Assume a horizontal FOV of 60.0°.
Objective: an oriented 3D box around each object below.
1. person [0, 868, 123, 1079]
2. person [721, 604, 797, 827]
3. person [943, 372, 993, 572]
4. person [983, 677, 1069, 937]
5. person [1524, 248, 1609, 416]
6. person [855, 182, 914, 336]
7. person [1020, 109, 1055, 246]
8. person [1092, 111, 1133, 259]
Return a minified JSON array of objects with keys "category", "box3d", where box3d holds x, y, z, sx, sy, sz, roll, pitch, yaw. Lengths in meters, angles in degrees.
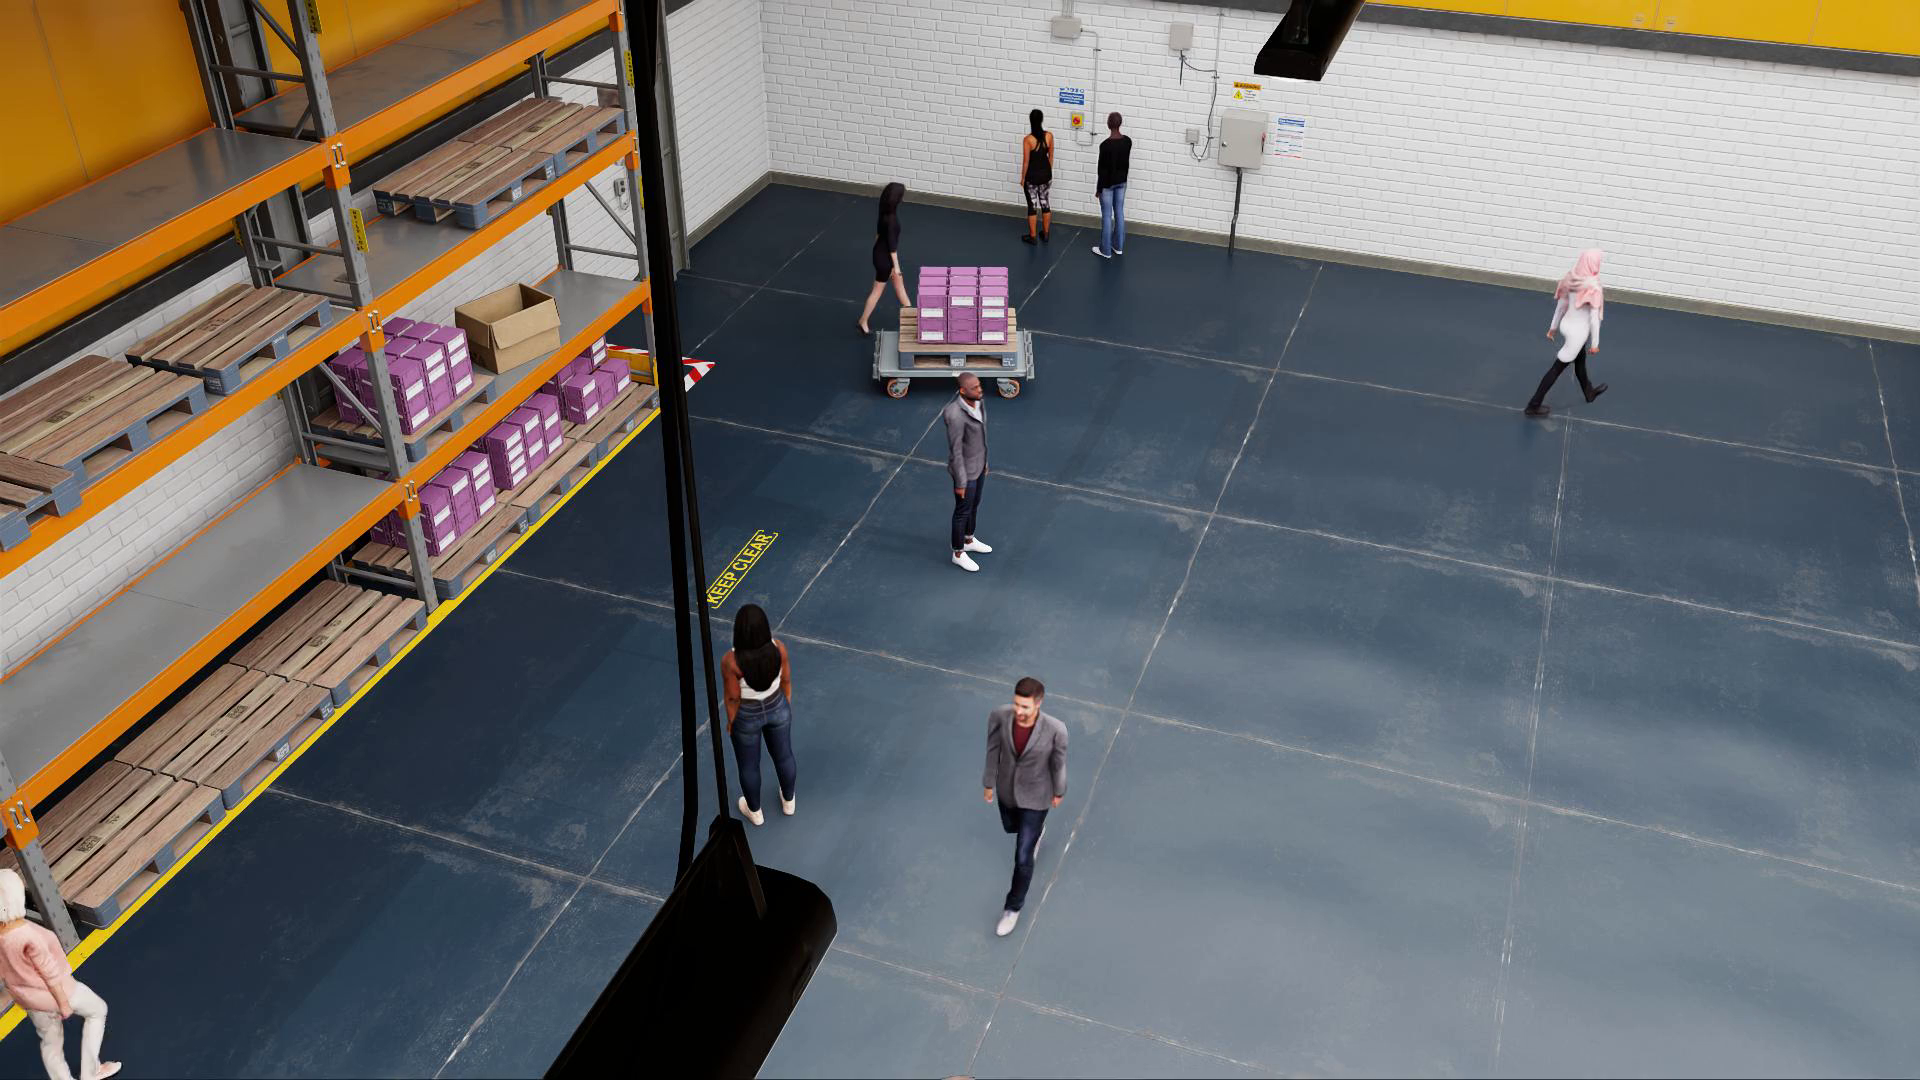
[{"category":"person","box3d":[-5.249,2.600,9.405,0.593,1.713,0.596,11,35,16]},{"category":"person","box3d":[-1.370,1.196,11.429,0.738,1.809,0.795,-14,36,-20]},{"category":"person","box3d":[0.057,-0.615,14.147,0.785,1.818,0.544,14,36,20]},{"category":"person","box3d":[0.434,1.592,10.807,0.790,1.839,1.220,16,37,22]},{"category":"person","box3d":[5.916,-1.975,16.252,1.147,1.753,1.188,-9,35,-13]},{"category":"person","box3d":[-0.883,-2.935,17.697,1.041,1.751,1.116,-6,34,-9]},{"category":"person","box3d":[0.928,-4.372,19.937,0.641,1.665,0.715,-17,37,-24]},{"category":"person","box3d":[1.807,-4.193,19.592,0.657,1.749,0.739,-19,38,-26]}]
